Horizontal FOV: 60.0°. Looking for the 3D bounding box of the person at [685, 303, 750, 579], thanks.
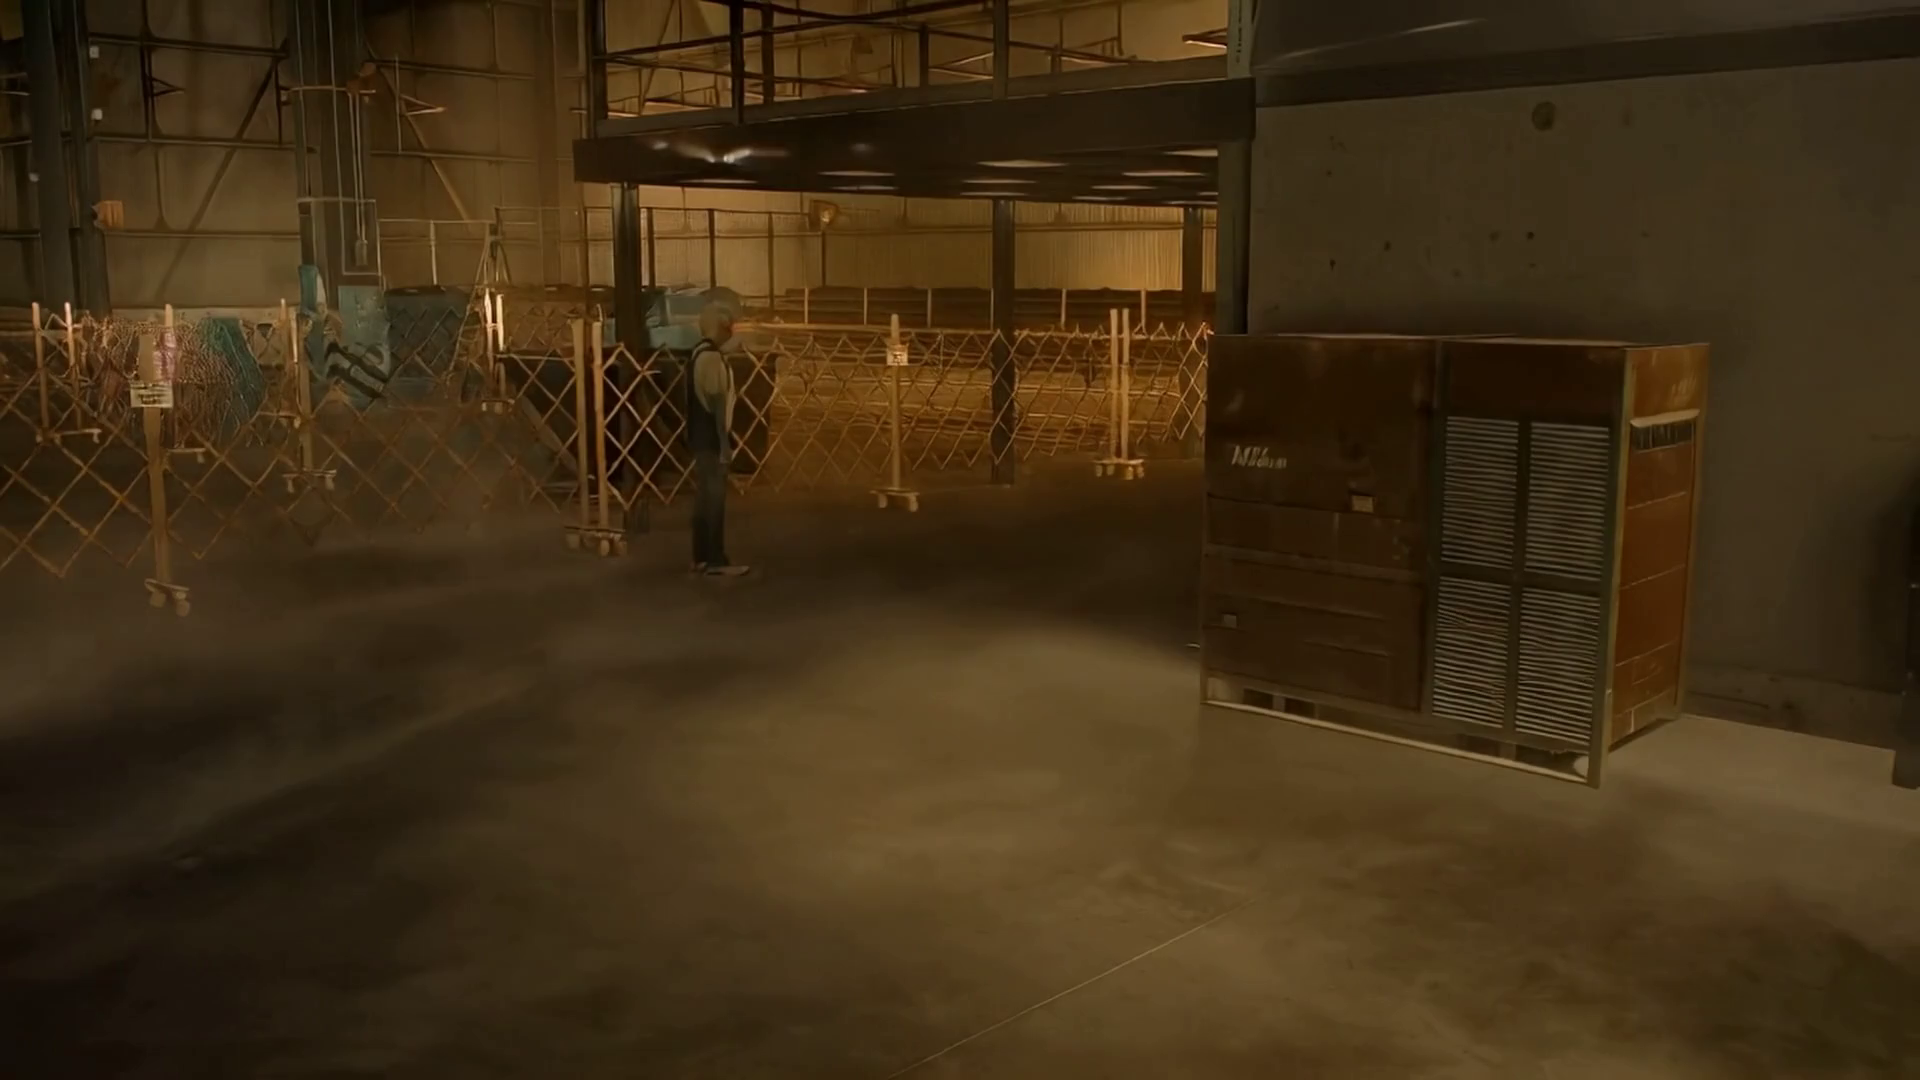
[{"bbox_3d":[-1.654,-0.660,11.174,0.346,1.842,0.506,-5,10,-27],"label":"person"}]
